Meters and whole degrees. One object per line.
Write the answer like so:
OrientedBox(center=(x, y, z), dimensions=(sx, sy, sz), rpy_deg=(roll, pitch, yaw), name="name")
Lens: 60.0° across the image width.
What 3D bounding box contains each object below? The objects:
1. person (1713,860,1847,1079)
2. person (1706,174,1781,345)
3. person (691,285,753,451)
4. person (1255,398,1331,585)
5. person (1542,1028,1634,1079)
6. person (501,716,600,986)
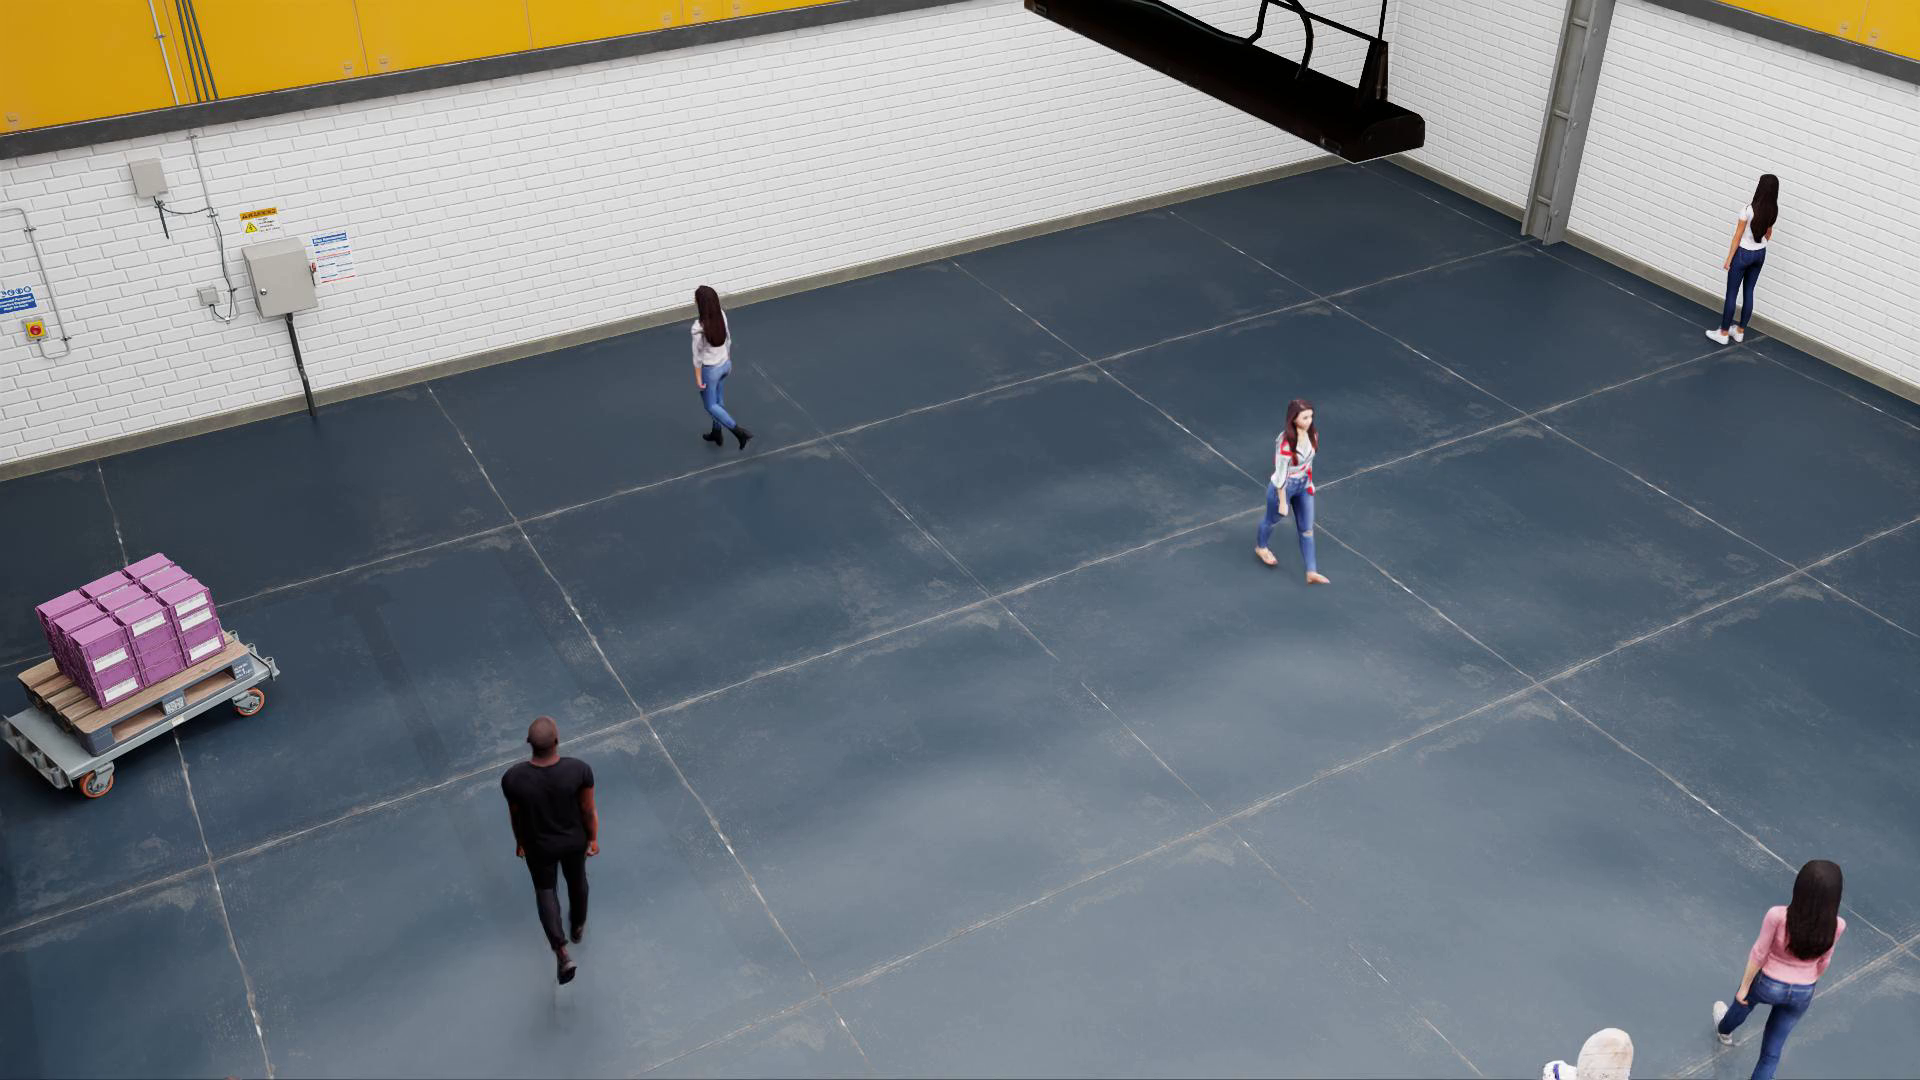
OrientedBox(center=(4.381, 2.454, 8.862), dimensions=(1.023, 1.709, 1.099), rpy_deg=(7, 34, 11), name="person")
OrientedBox(center=(7.943, -2.824, 16.744), dimensions=(0.626, 1.773, 0.581), rpy_deg=(-10, 35, -14), name="person")
OrientedBox(center=(-2.144, -1.501, 14.899), dimensions=(0.990, 1.614, 0.834), rpy_deg=(21, 39, 28), name="person")
OrientedBox(center=(2.582, -0.435, 13.328), dimensions=(0.610, 1.575, 1.003), rpy_deg=(-18, 38, -25), name="person")
OrientedBox(center=(2.884, 3.021, 7.930), dimensions=(0.721, 1.796, 0.831), rpy_deg=(22, 39, 29), name="person")
OrientedBox(center=(-2.366, 1.821, 9.728), dimensions=(0.830, 1.804, 1.083), rpy_deg=(-8, 34, -12), name="person")
